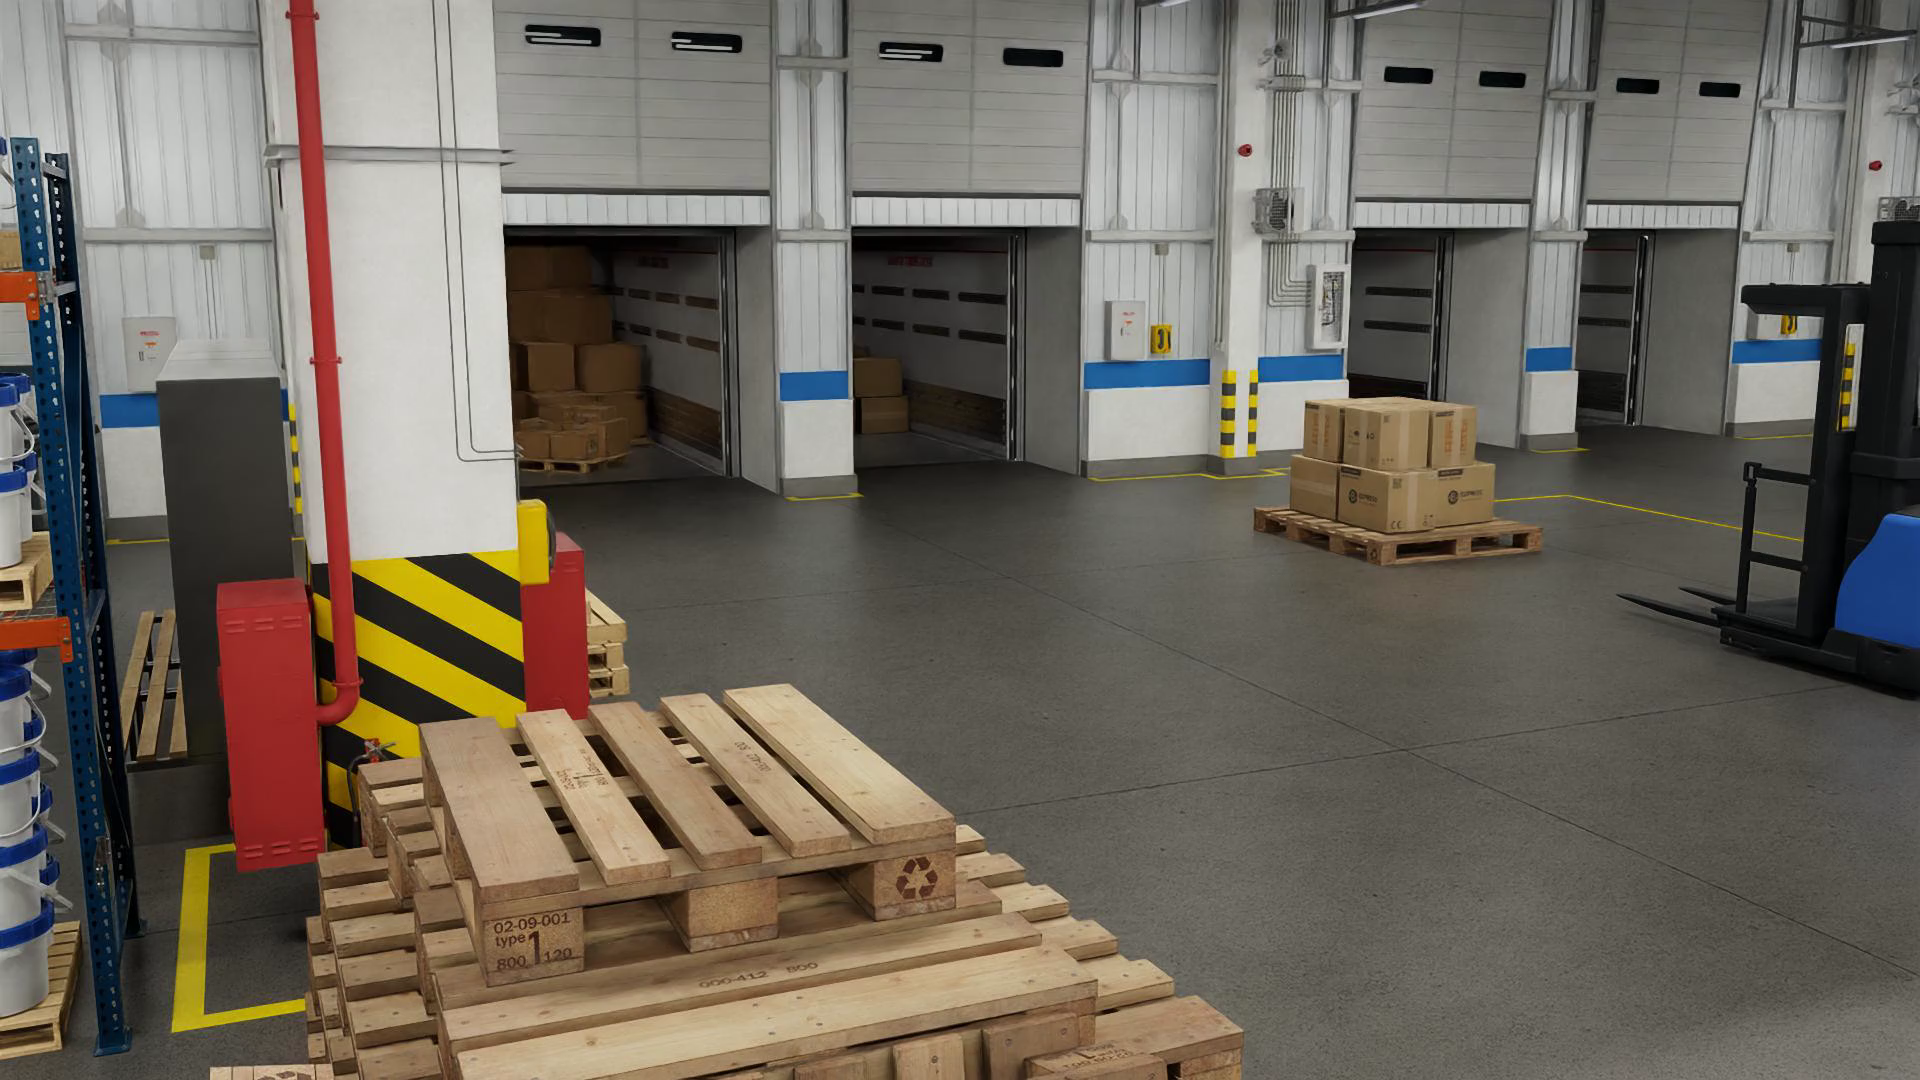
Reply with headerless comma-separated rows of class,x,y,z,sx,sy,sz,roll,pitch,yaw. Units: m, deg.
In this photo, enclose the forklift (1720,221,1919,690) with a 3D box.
forklift,5.949,-0.550,10.218,1.129,2.768,1.873,-4,11,-23
